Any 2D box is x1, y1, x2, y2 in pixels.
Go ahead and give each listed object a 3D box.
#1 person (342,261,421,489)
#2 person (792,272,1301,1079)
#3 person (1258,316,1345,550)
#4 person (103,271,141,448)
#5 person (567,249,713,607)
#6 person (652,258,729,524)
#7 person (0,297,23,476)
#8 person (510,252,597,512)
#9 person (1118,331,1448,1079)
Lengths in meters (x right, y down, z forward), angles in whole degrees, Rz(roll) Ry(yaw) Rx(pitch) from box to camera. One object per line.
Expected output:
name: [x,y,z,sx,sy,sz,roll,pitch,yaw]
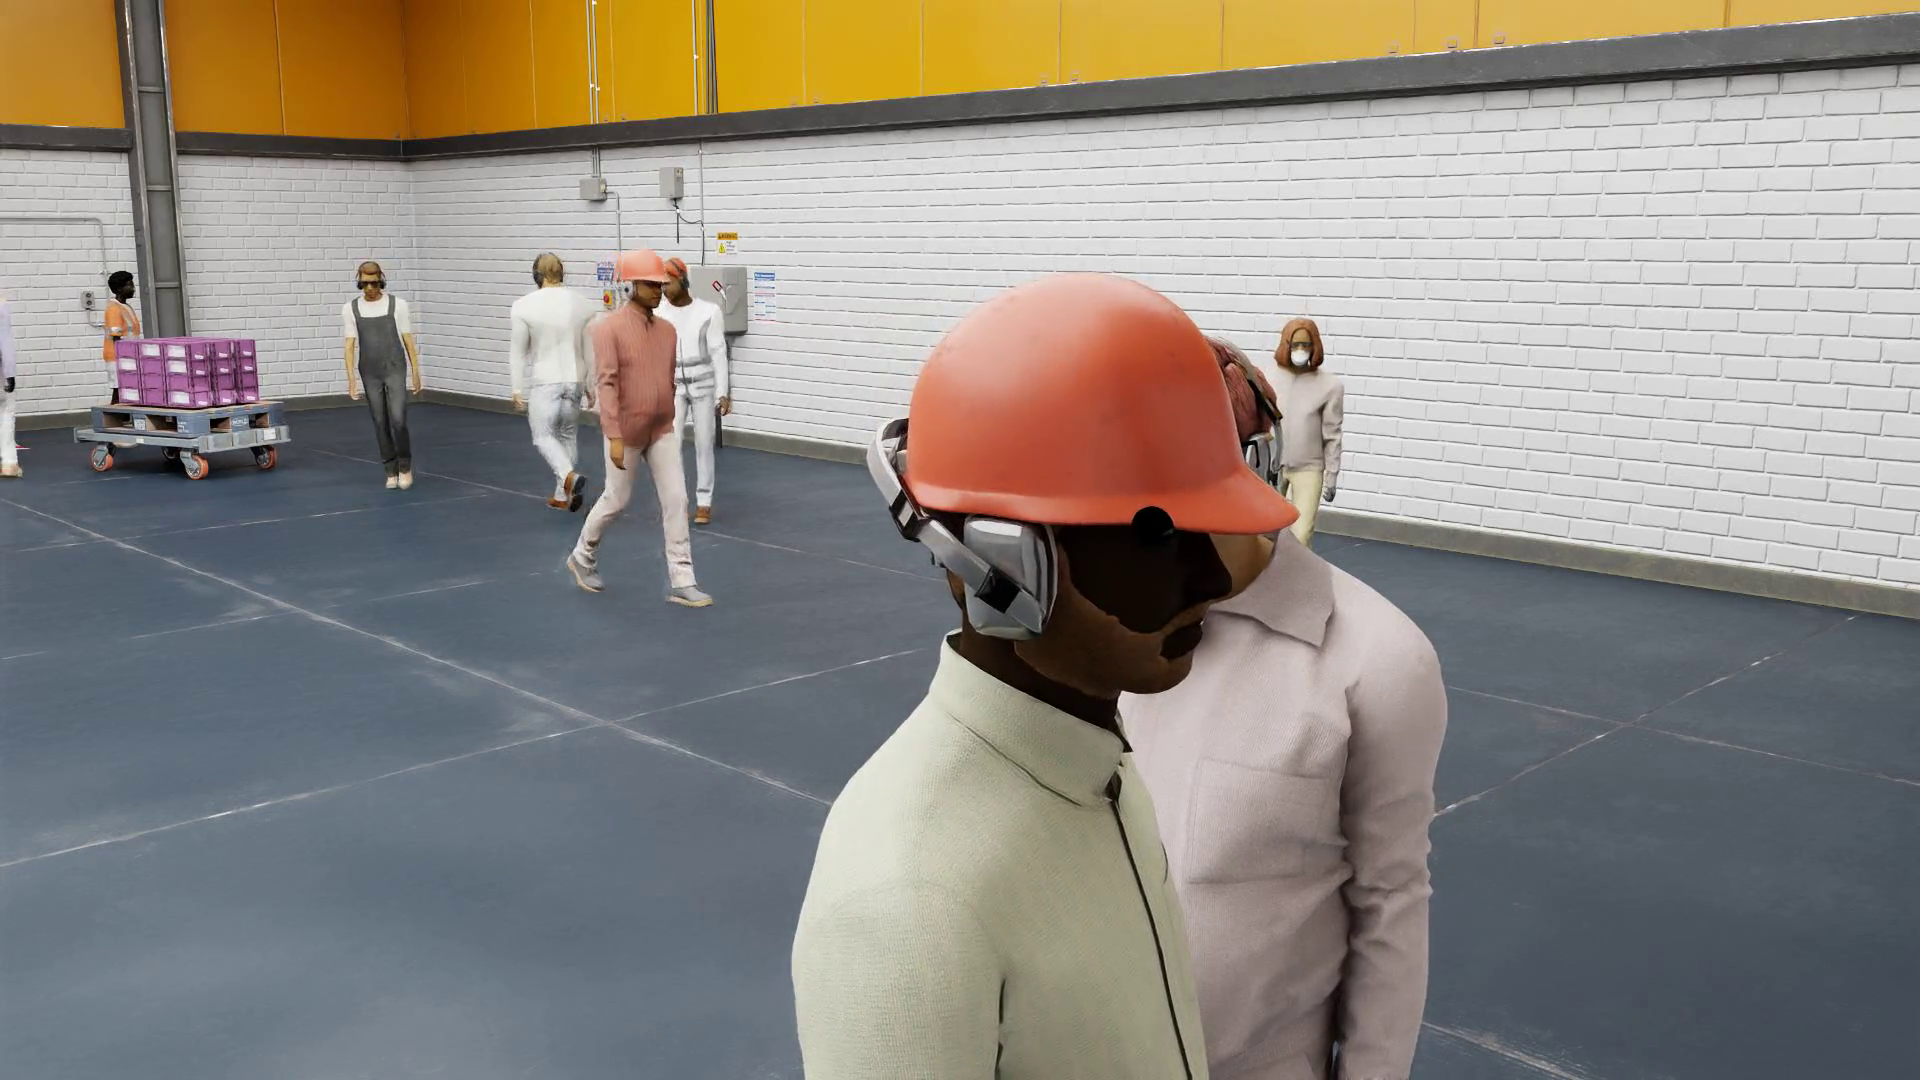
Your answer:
person: [-4.579,-1.290,13.175,0.551,1.819,0.528,-2,11,-10]
person: [0.063,0.776,1.435,0.396,1.992,0.623,3,11,14]
person: [1.710,-0.353,8.604,0.523,1.614,0.456,2,11,13]
person: [-8.024,-1.730,15.957,0.323,1.691,0.537,-2,11,-9]
person: [-1.820,-0.622,9.186,0.956,1.960,0.616,8,13,38]
person: [-1.874,-0.997,11.461,0.617,1.858,0.765,0,10,2]
person: [-8.091,-1.386,13.723,0.629,1.821,0.652,-3,11,-18]
person: [-2.874,-1.110,11.976,0.636,1.917,0.738,-7,13,-35]
person: [0.263,0.688,2.156,0.636,1.911,0.406,5,12,26]
